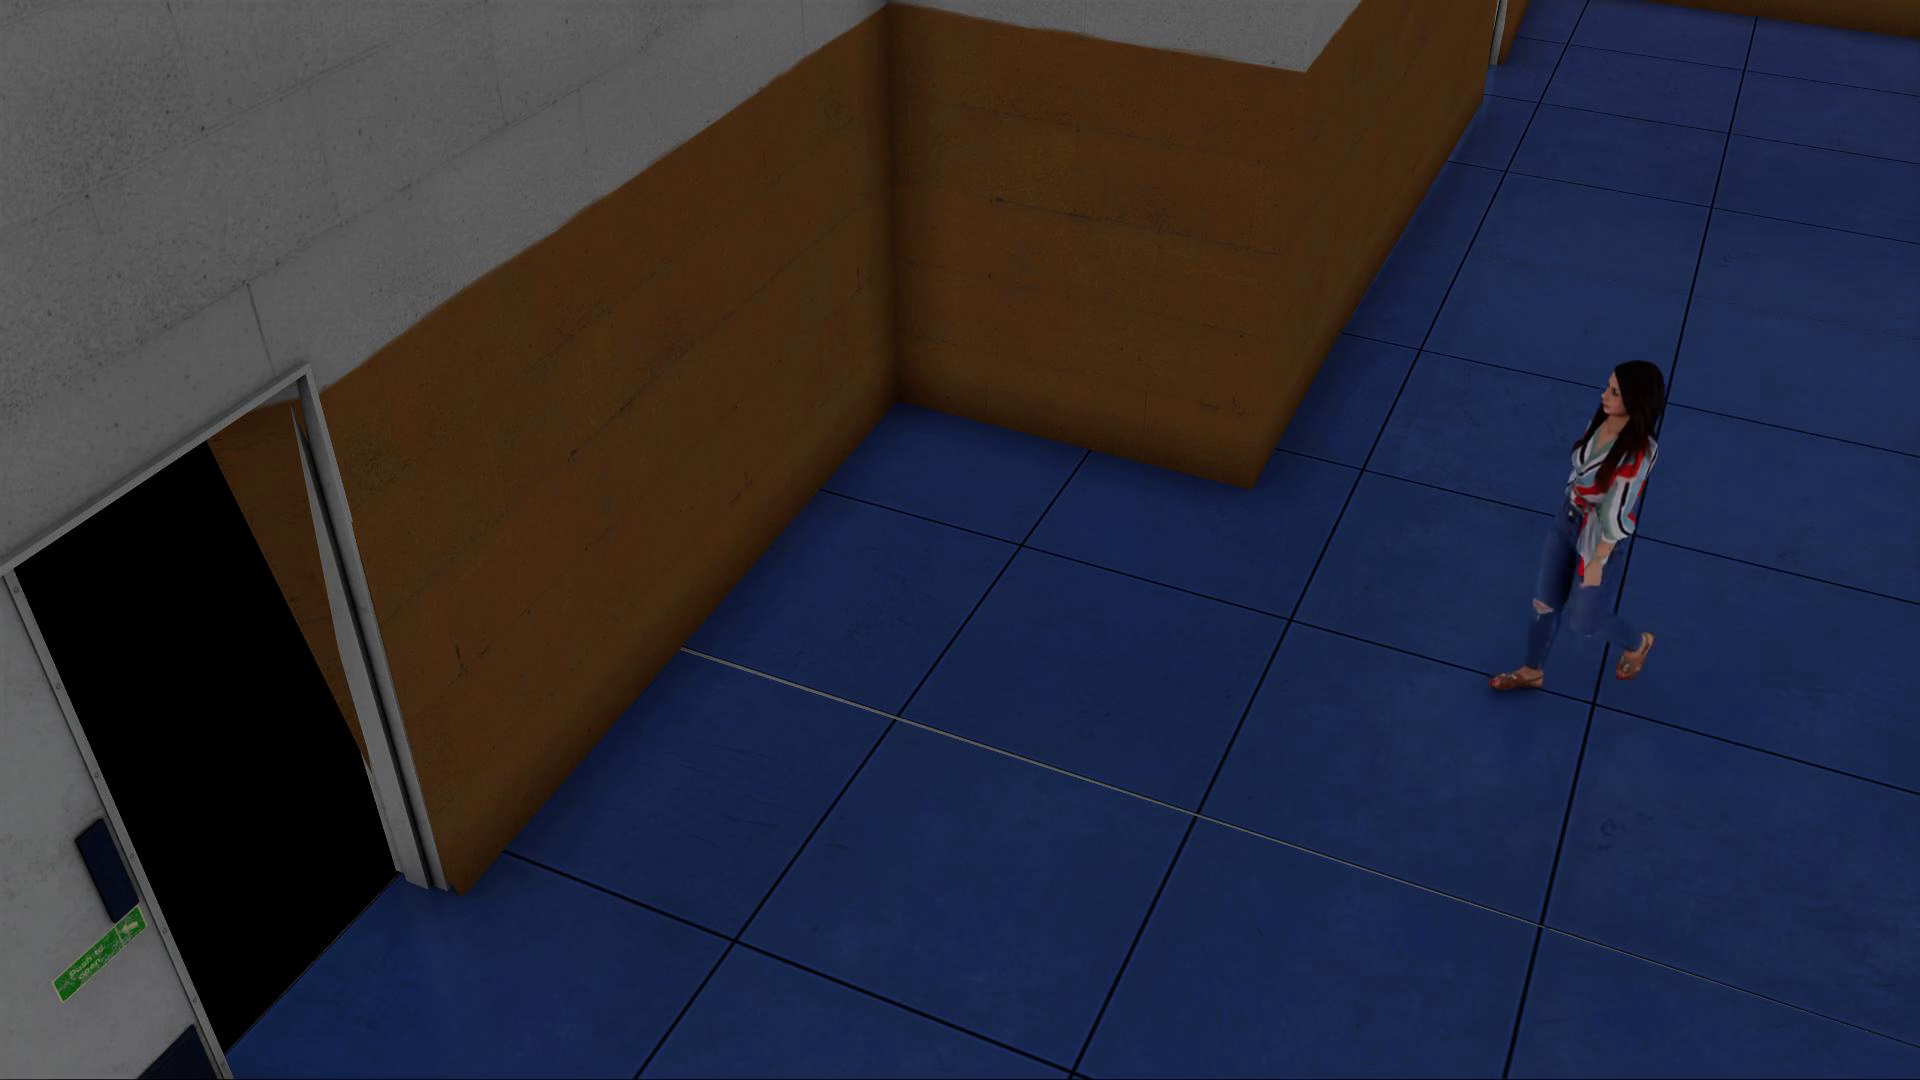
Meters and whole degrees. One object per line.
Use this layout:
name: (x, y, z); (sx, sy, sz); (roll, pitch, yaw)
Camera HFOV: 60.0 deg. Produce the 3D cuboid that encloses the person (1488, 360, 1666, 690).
person: (2.618, 0.000, 6.726); (0.995, 1.598, 0.891); (-7, 37, -9)
